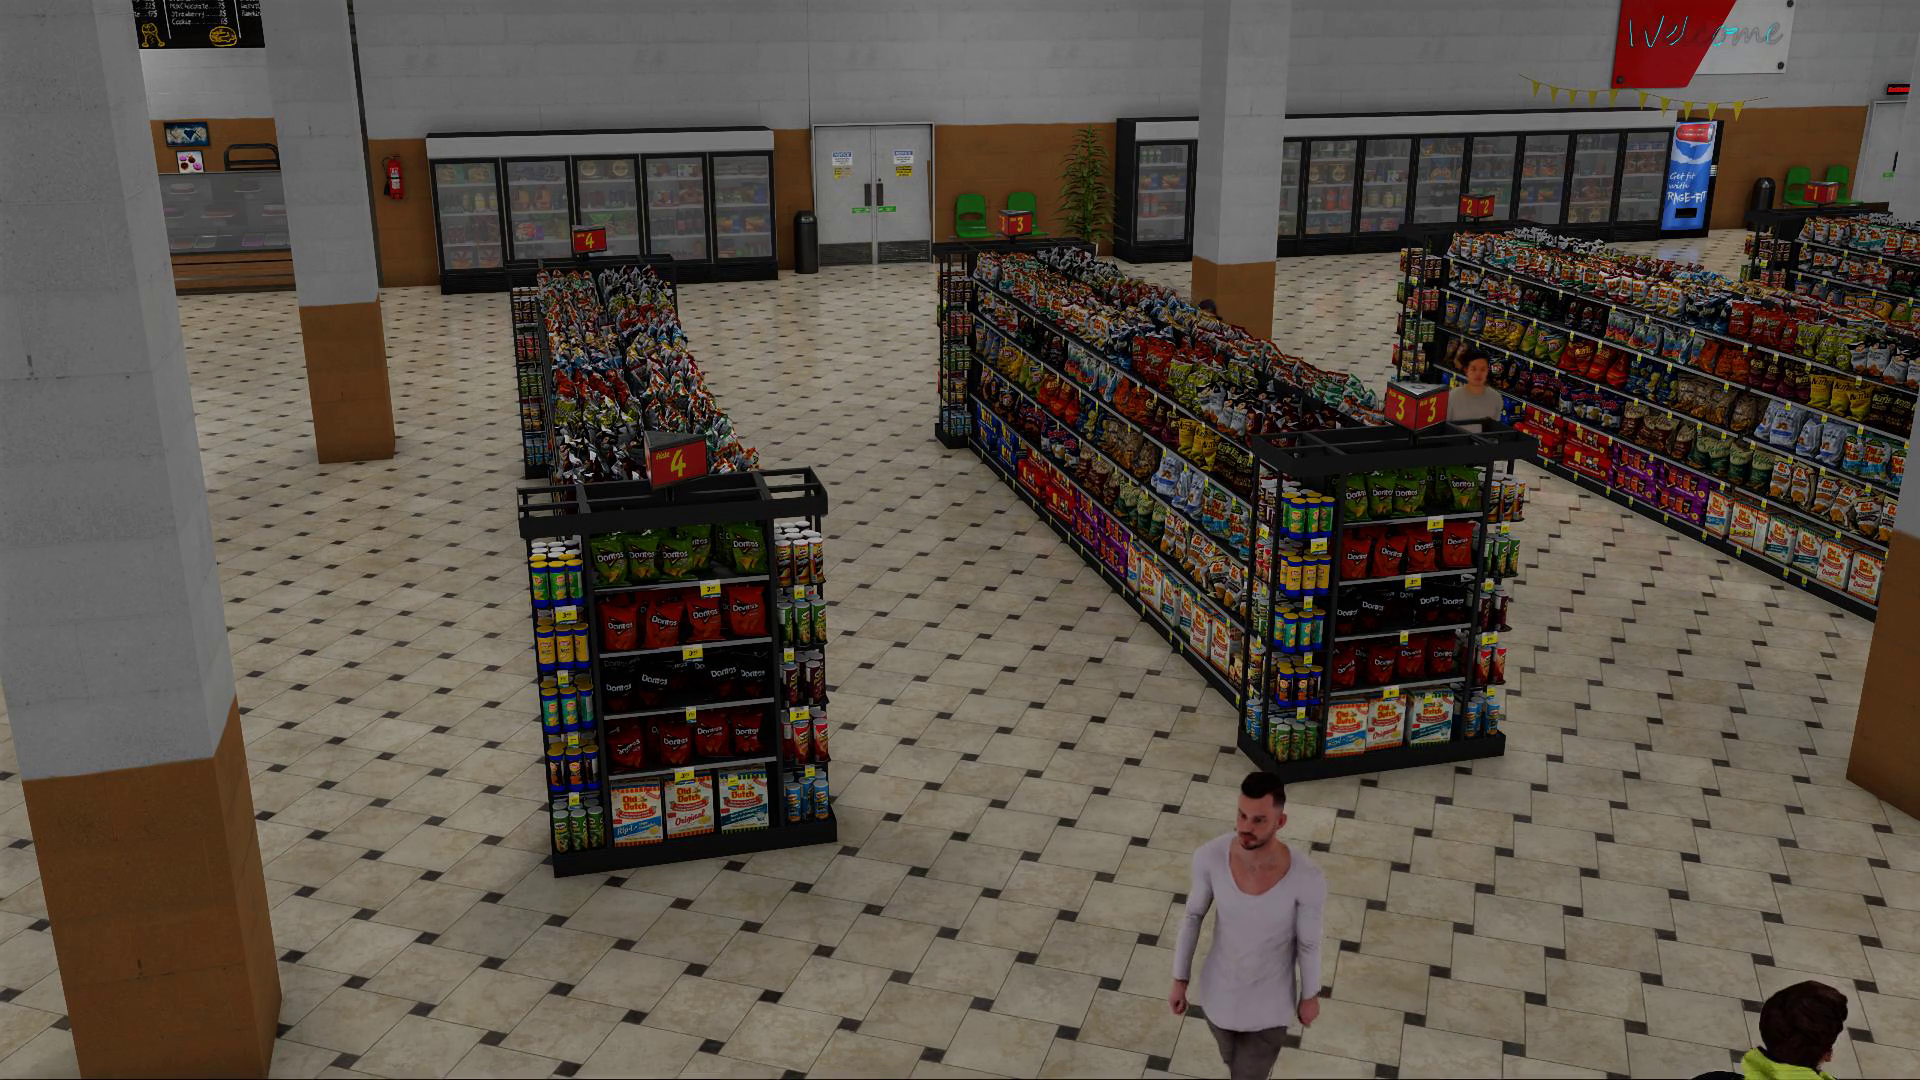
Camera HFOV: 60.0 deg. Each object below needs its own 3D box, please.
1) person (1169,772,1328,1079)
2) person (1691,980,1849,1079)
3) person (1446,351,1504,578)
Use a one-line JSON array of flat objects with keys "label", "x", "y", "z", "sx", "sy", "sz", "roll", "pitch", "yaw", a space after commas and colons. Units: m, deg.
[{"label": "person", "x": 1.113, "y": 1.668, "z": 6.306, "sx": 1.167, "sy": 1.800, "sz": 1.179, "roll": 13, "pitch": 22, "yaw": 33}, {"label": "person", "x": 2.183, "y": 2.148, "z": 4.635, "sx": 1.132, "sy": 1.960, "sz": 1.130, "roll": 17, "pitch": 25, "yaw": 40}, {"label": "person", "x": 3.958, "y": -0.610, "z": 13.088, "sx": 0.895, "sy": 1.784, "sz": 1.182, "roll": 1, "pitch": 19, "yaw": 4}]
